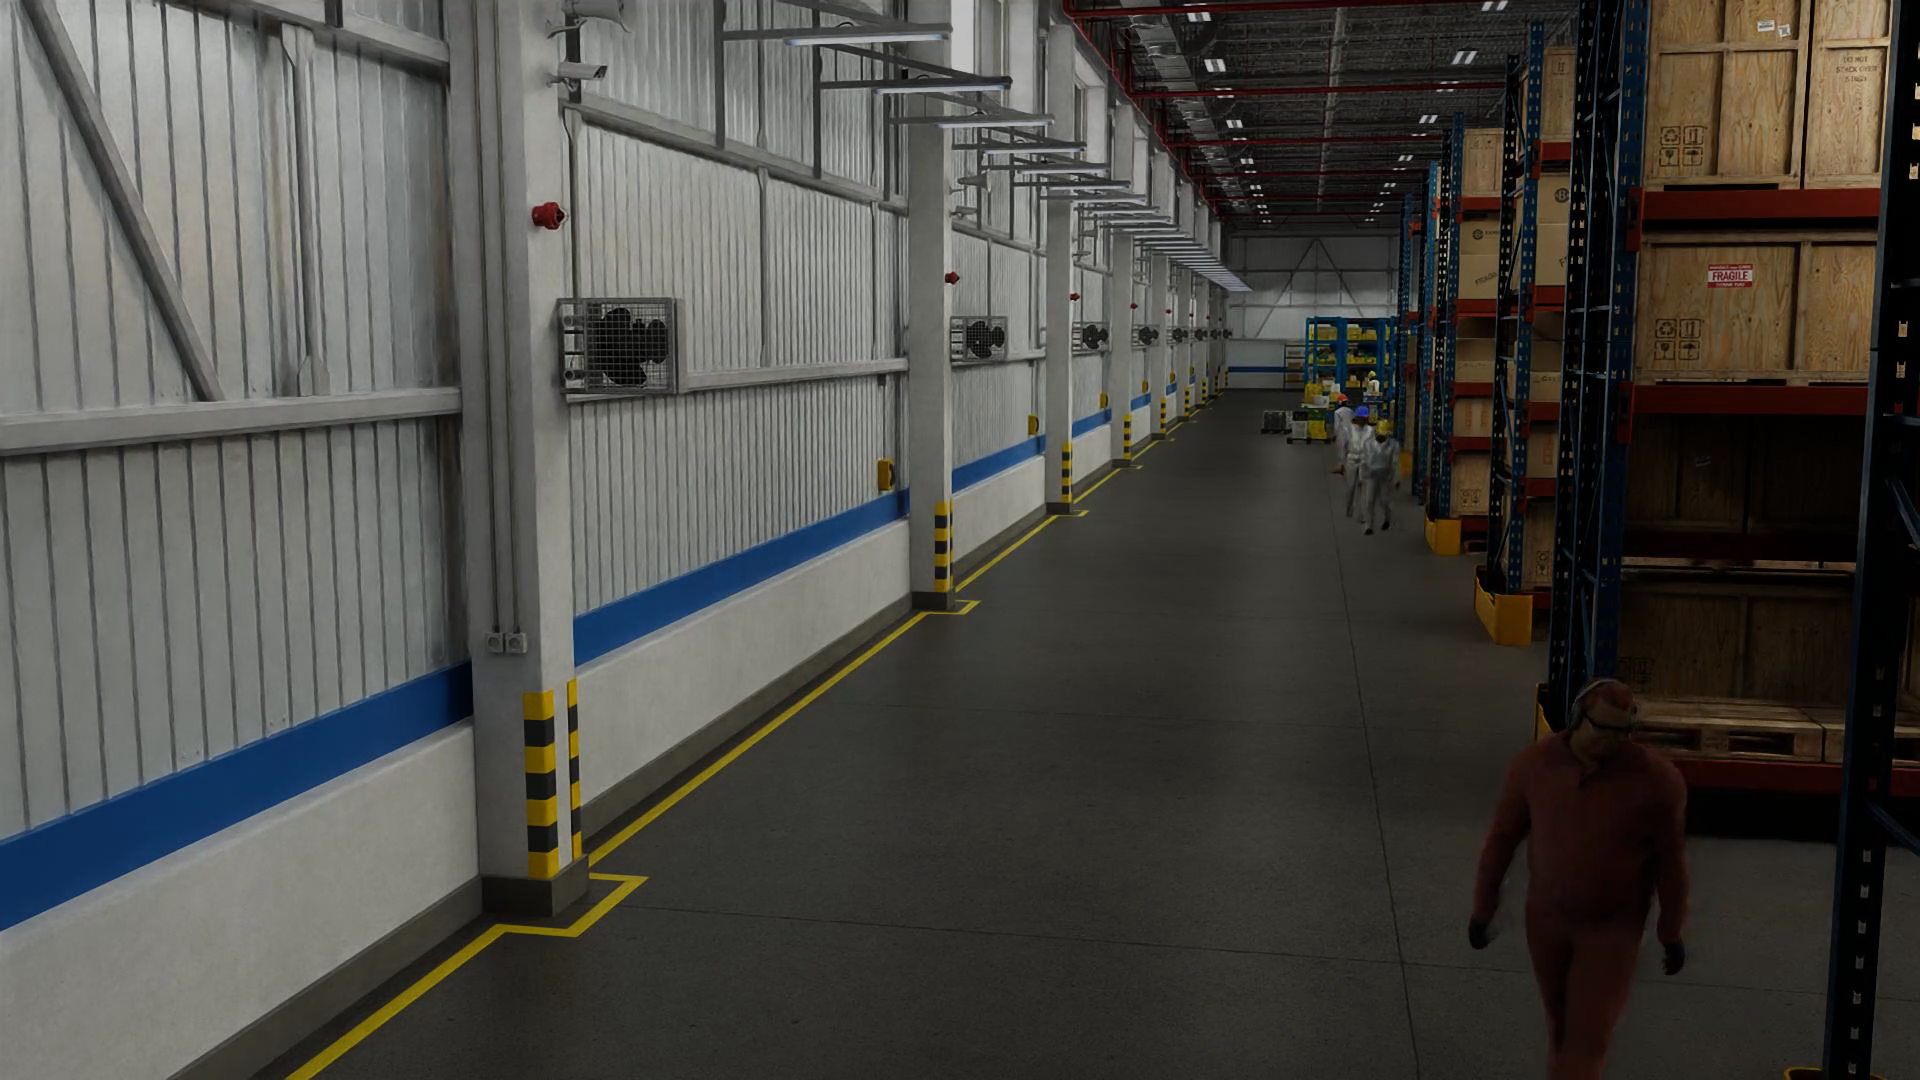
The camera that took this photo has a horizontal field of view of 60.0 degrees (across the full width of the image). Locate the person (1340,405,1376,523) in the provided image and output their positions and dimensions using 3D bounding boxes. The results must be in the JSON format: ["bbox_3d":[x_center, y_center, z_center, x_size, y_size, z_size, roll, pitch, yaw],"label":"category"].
[{"bbox_3d":[6.497,-1.240,27.066,0.631,1.934,0.497,1,7,7],"label":"person"}]

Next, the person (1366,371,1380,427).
[{"bbox_3d":[13.558,-4.638,54.708,0.592,1.825,0.404,-7,10,-44],"label":"person"}]

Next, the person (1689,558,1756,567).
[{"bbox_3d":[6.407,0.543,13.986,0.555,1.622,0.398,3,8,22],"label":"person"}]

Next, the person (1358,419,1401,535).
[{"bbox_3d":[6.392,-0.958,25.335,0.634,1.802,0.501,4,8,31],"label":"person"}]

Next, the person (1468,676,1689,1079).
[{"bbox_3d":[2.235,1.413,6.105,0.721,1.848,0.942,5,9,37],"label":"person"}]

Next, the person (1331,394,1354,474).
[{"bbox_3d":[8.376,-2.328,36.499,0.563,1.752,0.325,-6,9,-39],"label":"person"}]
